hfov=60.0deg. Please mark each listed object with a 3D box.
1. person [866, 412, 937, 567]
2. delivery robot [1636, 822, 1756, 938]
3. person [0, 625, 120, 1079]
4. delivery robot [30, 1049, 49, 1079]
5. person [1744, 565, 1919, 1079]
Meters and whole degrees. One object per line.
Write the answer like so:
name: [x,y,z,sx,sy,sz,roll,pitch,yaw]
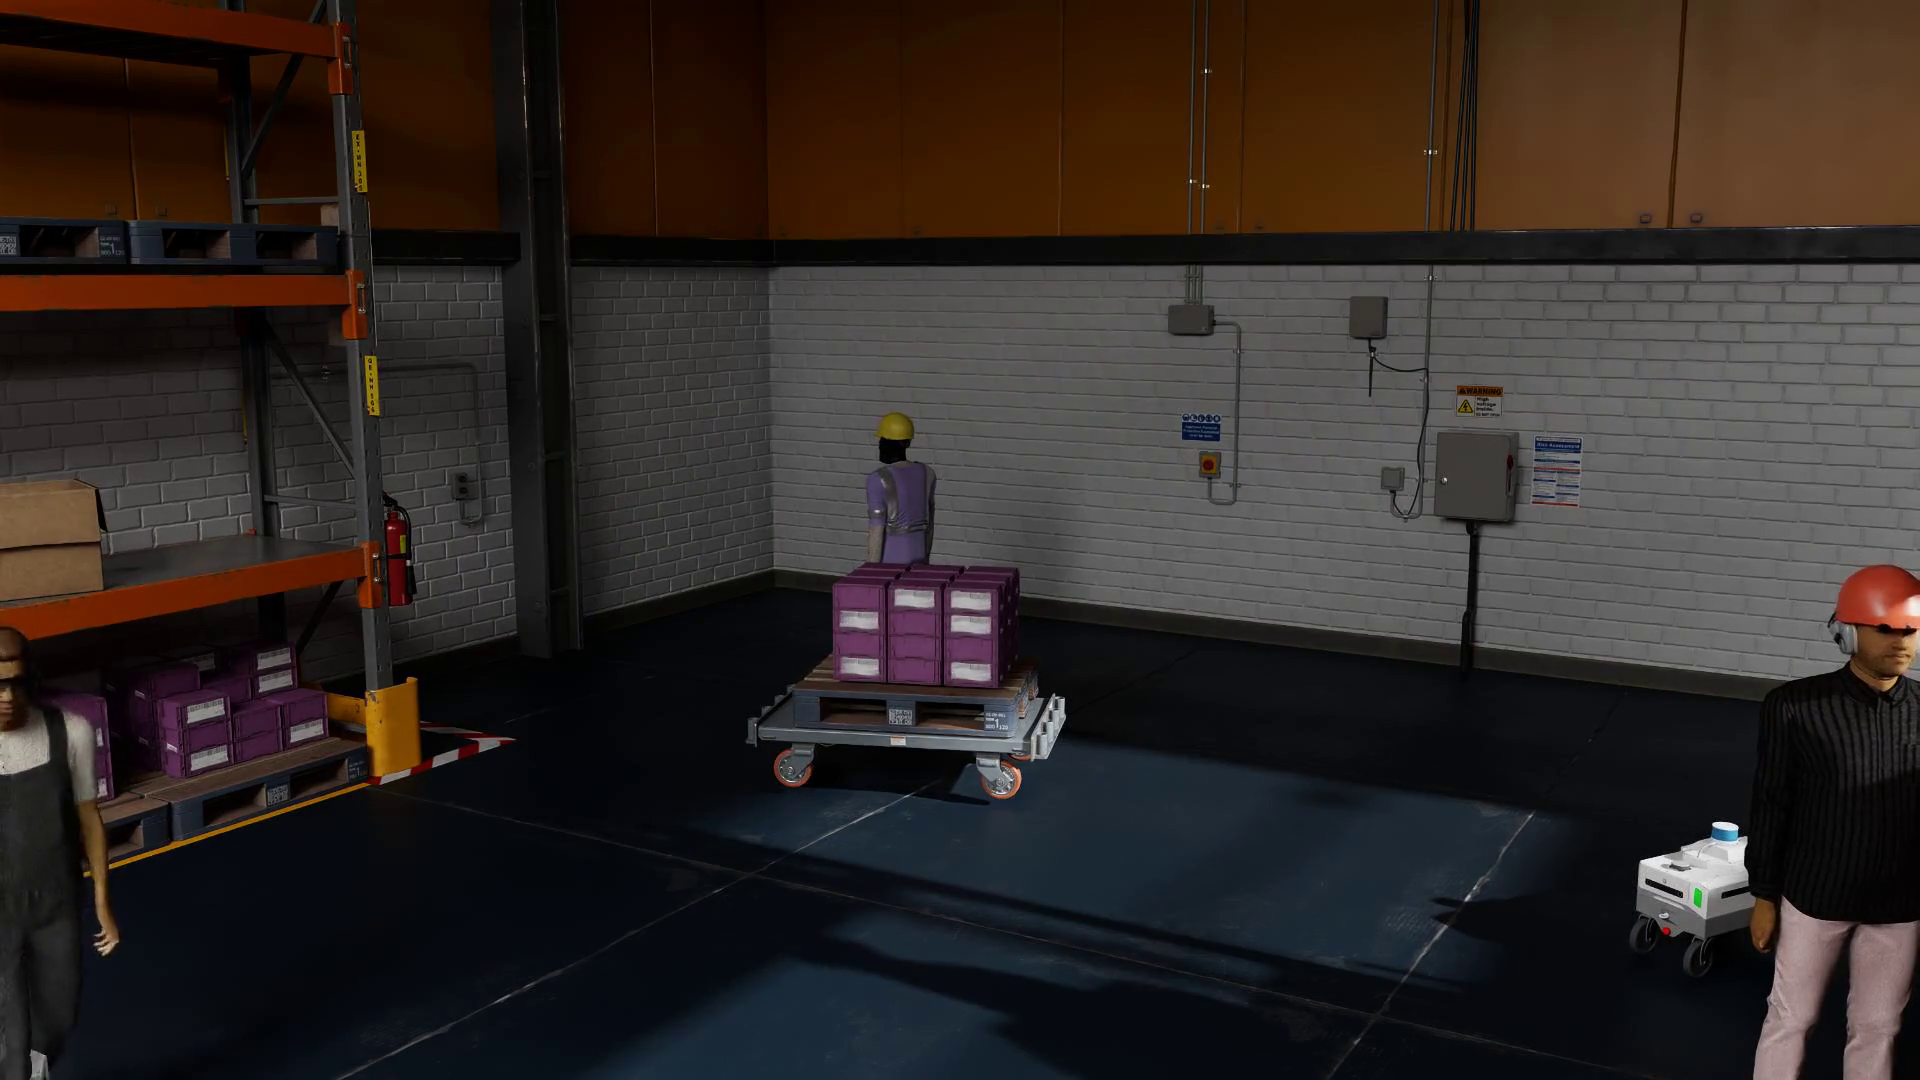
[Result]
person: [-0.410,0.116,11.042,0.356,1.930,0.592,8,12,42]
delivery robot: [3.163,1.417,6.911,0.707,0.478,0.477,-5,10,-27]
person: [-2.928,1.123,5.138,0.512,1.816,0.782,-8,12,-42]
delivery robot: [-3.113,1.732,4.944,0.477,0.478,0.707,5,10,30]
person: [2.661,1.057,4.958,0.612,1.997,0.375,1,9,5]
